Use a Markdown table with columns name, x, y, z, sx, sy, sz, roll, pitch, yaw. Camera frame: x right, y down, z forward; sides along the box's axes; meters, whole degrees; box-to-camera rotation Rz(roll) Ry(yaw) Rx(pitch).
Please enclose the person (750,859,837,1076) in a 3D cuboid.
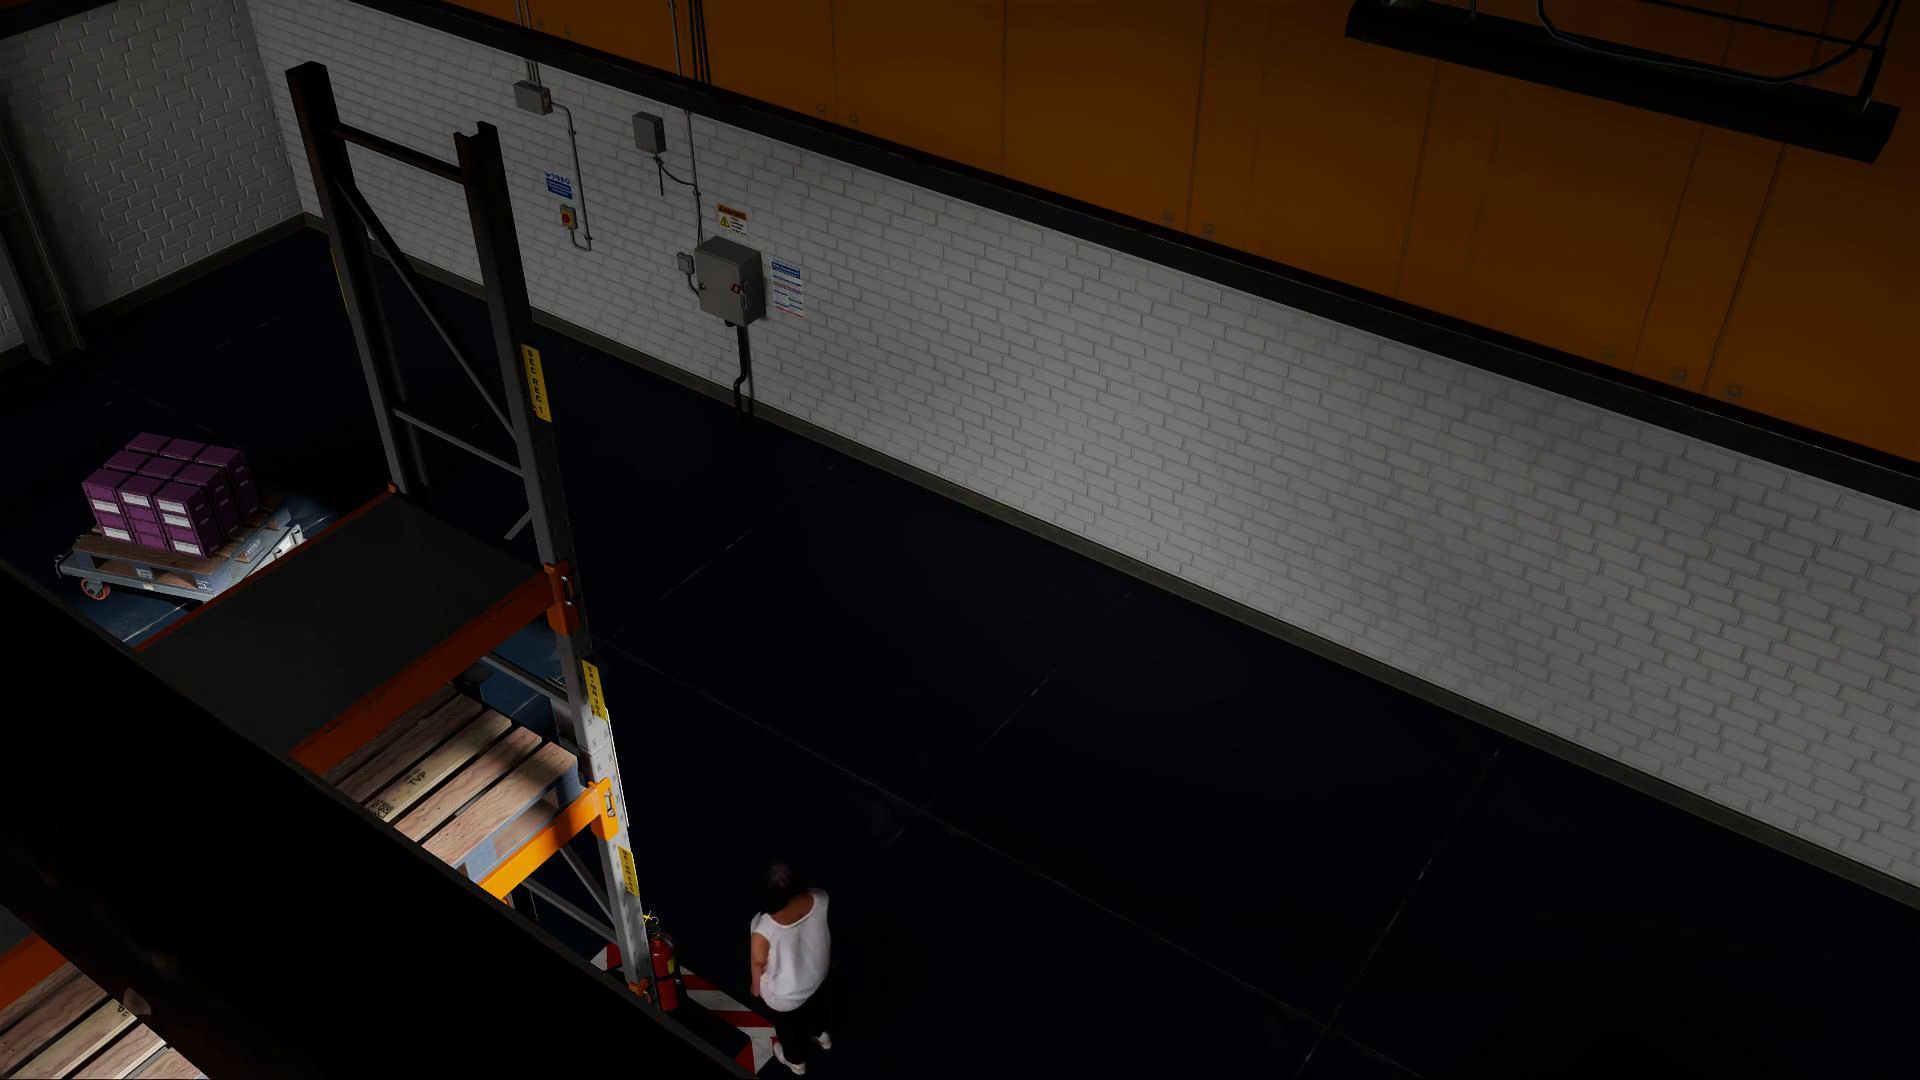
| name | x | y | z | sx | sy | sz | roll | pitch | yaw |
| --- | --- | --- | --- | --- | --- | --- | --- | --- | --- |
| person | -0.908 | 2.403 | 9.199 | 0.600 | 1.678 | 0.753 | -32 | 48 | -33 |
